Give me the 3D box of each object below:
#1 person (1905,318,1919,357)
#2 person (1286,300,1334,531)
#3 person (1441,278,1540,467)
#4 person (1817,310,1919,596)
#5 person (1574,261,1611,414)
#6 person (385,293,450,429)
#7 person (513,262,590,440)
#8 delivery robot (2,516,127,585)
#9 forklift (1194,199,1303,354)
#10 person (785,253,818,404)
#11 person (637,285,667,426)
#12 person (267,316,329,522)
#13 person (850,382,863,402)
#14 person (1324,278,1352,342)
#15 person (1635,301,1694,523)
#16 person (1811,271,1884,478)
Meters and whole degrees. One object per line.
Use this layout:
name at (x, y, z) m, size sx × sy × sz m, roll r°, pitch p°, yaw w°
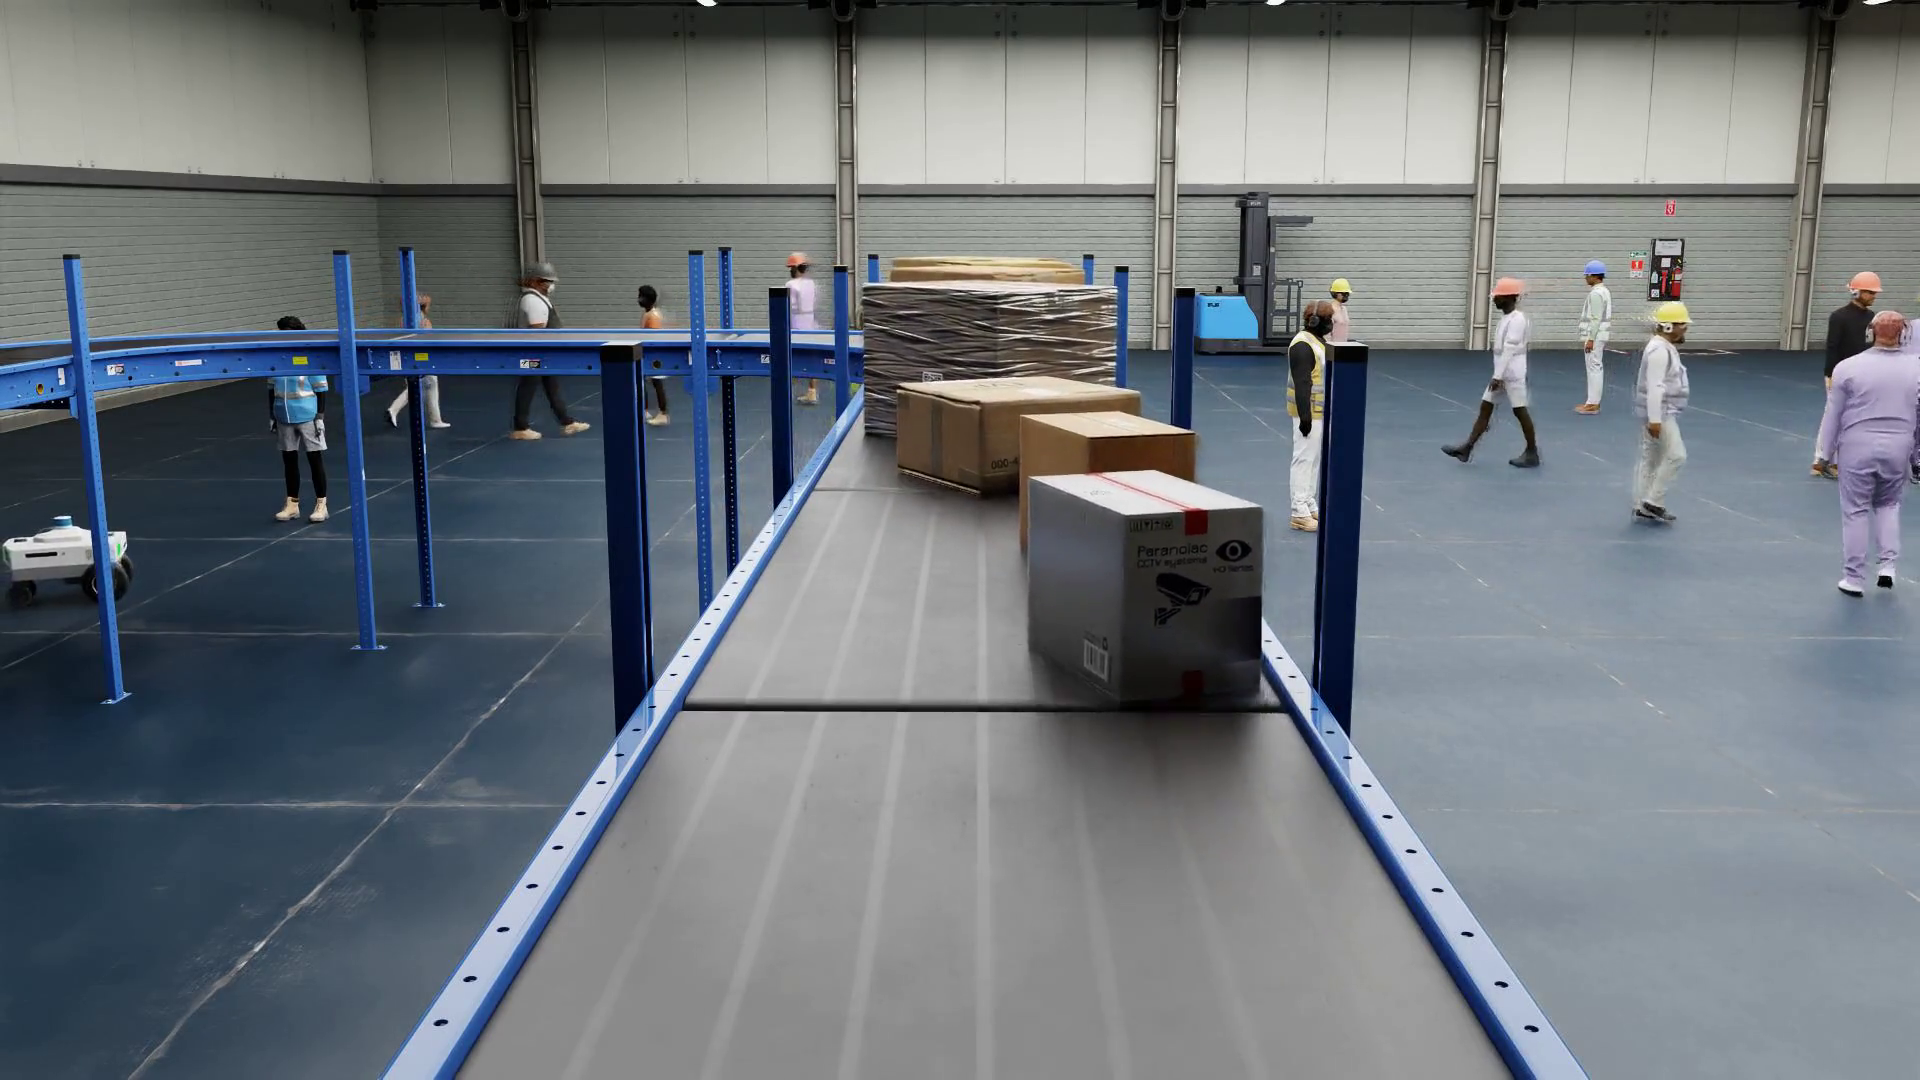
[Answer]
person at (9.003, -1.438, 15.517) m, size 0.933 × 1.889 × 0.588 m, roll -4°, pitch 12°, yaw -22°
person at (2.866, -1.016, 13.467) m, size 0.429 × 1.843 × 0.627 m, roll 5°, pitch 12°, yaw 25°
person at (5.438, -1.685, 16.782) m, size 0.985 × 1.883 × 0.549 m, roll 0°, pitch 11°, yaw 0°
person at (6.075, -0.575, 11.086) m, size 0.646 × 1.892 × 0.438 m, roll 2°, pitch 11°, yaw 10°
person at (8.106, -2.594, 21.301) m, size 0.405 × 1.943 × 0.615 m, roll 6°, pitch 12°, yaw 27°
person at (-6.419, -2.094, 19.581) m, size 0.508 × 1.612 × 0.701 m, roll 9°, pitch 14°, yaw 39°
person at (-4.674, -2.139, 18.827) m, size 0.940 × 2.000 × 0.706 m, roll -1°, pitch 11°, yaw -5°
delivery robot at (-5.902, 0.087, 10.977) m, size 0.707 × 0.478 × 0.477 m, roll -4°, pitch 12°, yaw -21°
forklift at (5.313, -4.851, 30.603) m, size 1.873 × 2.768 × 1.129 m, roll 0°, pitch 11°, yaw 1°
person at (-2.244, -2.854, 22.441) m, size 0.827 × 2.015 × 0.643 m, roll 8°, pitch 14°, yaw 36°
person at (-3.798, -2.209, 19.978) m, size 0.565 × 1.677 × 0.552 m, roll -4°, pitch 12°, yaw -20°
person at (-5.472, -0.999, 13.746) m, size 0.535 × 1.697 × 0.318 m, roll 2°, pitch 11°, yaw 10°
person at (-0.712, -0.893, 12.885) m, size 0.621 × 1.828 × 0.636 m, roll -3°, pitch 11°, yaw -13°
person at (4.541, -2.259, 20.042) m, size 0.329 × 1.767 × 0.529 m, roll 8°, pitch 14°, yaw 36°
person at (5.781, -1.033, 13.591) m, size 0.497 × 1.819 × 0.619 m, roll 5°, pitch 12°, yaw 23°
person at (8.613, -1.595, 16.079) m, size 0.631 × 1.983 × 0.428 m, roll -5°, pitch 12°, yaw -25°
